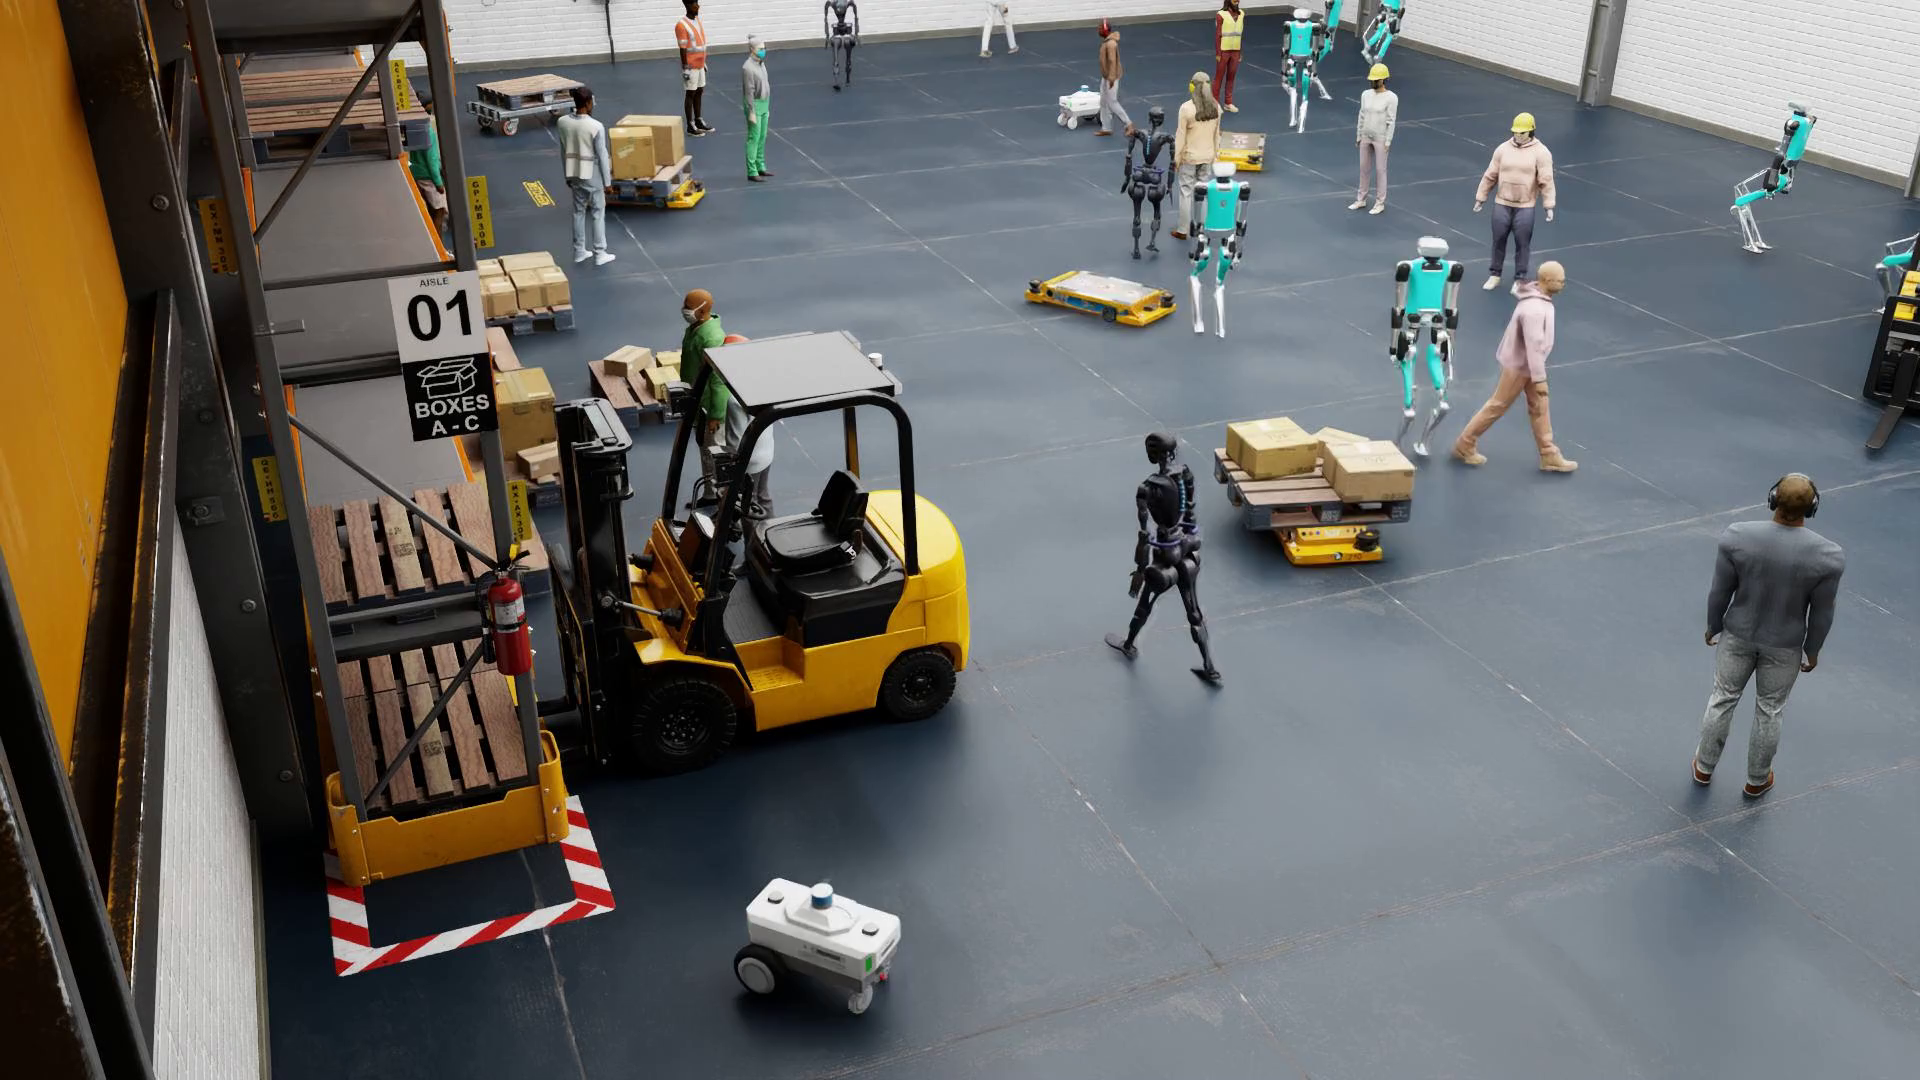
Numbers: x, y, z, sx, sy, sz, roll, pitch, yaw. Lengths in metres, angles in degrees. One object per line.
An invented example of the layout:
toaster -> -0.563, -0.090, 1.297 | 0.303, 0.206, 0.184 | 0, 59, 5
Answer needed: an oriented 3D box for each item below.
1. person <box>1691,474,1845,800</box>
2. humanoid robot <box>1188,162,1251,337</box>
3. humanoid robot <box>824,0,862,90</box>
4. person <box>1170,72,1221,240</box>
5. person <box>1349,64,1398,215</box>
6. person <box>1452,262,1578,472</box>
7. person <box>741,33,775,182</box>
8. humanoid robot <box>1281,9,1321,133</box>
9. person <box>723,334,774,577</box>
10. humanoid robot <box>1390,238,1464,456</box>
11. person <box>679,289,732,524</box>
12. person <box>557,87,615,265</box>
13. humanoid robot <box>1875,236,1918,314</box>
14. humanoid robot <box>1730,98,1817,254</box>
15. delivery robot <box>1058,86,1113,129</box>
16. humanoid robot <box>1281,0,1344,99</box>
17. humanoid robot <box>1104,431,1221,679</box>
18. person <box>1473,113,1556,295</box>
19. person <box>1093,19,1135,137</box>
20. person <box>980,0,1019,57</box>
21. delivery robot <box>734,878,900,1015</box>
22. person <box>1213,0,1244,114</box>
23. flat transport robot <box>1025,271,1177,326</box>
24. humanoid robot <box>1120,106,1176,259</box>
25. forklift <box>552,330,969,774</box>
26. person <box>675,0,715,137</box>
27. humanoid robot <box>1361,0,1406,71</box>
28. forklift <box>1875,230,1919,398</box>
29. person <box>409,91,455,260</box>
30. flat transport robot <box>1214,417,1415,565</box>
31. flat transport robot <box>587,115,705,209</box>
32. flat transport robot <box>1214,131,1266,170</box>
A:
person -> 4.380, 0.527, 9.083 | 0.628, 1.940, 0.373 | 16, 31, 28
humanoid robot -> 2.408, -2.791, 15.916 | 0.529, 1.769, 0.795 | -2, 27, -3
humanoid robot -> -1.849, -7.955, 26.279 | 0.593, 1.631, 0.731 | 0, 27, -1
person -> 2.687, -4.338, 18.847 | 0.563, 1.868, 0.398 | -11, 29, -21
person -> 4.942, -4.790, 19.859 | 0.326, 1.759, 0.520 | -21, 34, -36
person -> 4.433, -1.355, 13.067 | 0.973, 1.731, 0.548 | 12, 29, 23
person -> -2.585, -5.520, 21.216 | 0.327, 1.842, 0.520 | 8, 28, 15
humanoid robot -> 4.864, -6.671, 23.689 | 0.532, 1.807, 0.845 | 10, 28, 18
person -> -1.477, -0.586, 11.516 | 0.351, 1.738, 0.572 | 7, 28, 14
humanoid robot -> 3.724, -1.444, 13.250 | 0.530, 1.792, 0.811 | 0, 27, 0
person -> -1.865, -0.994, 12.281 | 0.383, 1.784, 0.538 | -14, 30, -25
person -> -4.040, -3.920, 17.966 | 0.600, 1.904, 0.394 | 12, 29, 23
humanoid robot -> 9.347, -2.894, 16.109 | 1.011, 1.732, 0.548 | 18, 32, 32
humanoid robot -> 8.798, -4.000, 18.167 | 0.533, 1.671, 0.735 | -21, 34, -36
delivery robot -> 1.835, -6.298, 24.217 | 0.791, 0.614, 0.499 | -14, 30, -26
humanoid robot -> 5.402, -7.732, 25.777 | 0.992, 1.770, 0.530 | 16, 31, 29
humanoid robot -> 1.306, 0.093, 10.298 | 0.826, 1.617, 0.612 | 23, 35, 38
person -> 5.730, -3.478, 17.145 | 0.819, 1.853, 0.434 | 17, 31, 30
person -> 2.185, -6.485, 23.371 | 0.541, 1.623, 0.483 | -4, 27, -9
person -> 0.660, -9.340, 28.823 | 0.572, 1.837, 0.945 | 14, 30, 26
delivery robot -> -0.654, 1.888, 7.906 | 0.746, 0.587, 0.525 | 13, 29, 23
person -> 3.994, -7.274, 24.781 | 0.468, 1.775, 0.378 | -13, 29, -24
flat transport robot -> 1.429, -2.472, 16.904 | 1.431, 0.231, 0.659 | 20, 33, 34
humanoid robot -> 2.049, -3.915, 18.208 | 0.607, 1.646, 0.339 | 10, 28, 20
forklift -> -1.094, 0.010, 9.831 | 2.313, 2.155, 1.214 | -10, 28, -20
person -> -3.748, -6.712, 23.450 | 0.362, 1.964, 0.611 | 9, 28, 17
humanoid robot -> 6.735, -8.157, 26.709 | 0.754, 1.900, 0.540 | -15, 31, -28
forklift -> 9.029, -2.397, 14.618 | 1.214, 2.155, 2.313 | 18, 32, 32
person -> -5.802, -3.934, 18.066 | 0.399, 1.841, 0.507 | -19, 32, -32
flat transport robot -> 2.596, -0.224, 12.433 | 0.659, 0.231, 1.431 | -3, 27, -6
flat transport robot -> -3.925, -4.288, 20.516 | 1.431, 0.231, 0.659 | 3, 27, 6
flat transport robot -> 3.765, -5.252, 22.433 | 0.659, 0.231, 1.431 | 5, 27, 10
